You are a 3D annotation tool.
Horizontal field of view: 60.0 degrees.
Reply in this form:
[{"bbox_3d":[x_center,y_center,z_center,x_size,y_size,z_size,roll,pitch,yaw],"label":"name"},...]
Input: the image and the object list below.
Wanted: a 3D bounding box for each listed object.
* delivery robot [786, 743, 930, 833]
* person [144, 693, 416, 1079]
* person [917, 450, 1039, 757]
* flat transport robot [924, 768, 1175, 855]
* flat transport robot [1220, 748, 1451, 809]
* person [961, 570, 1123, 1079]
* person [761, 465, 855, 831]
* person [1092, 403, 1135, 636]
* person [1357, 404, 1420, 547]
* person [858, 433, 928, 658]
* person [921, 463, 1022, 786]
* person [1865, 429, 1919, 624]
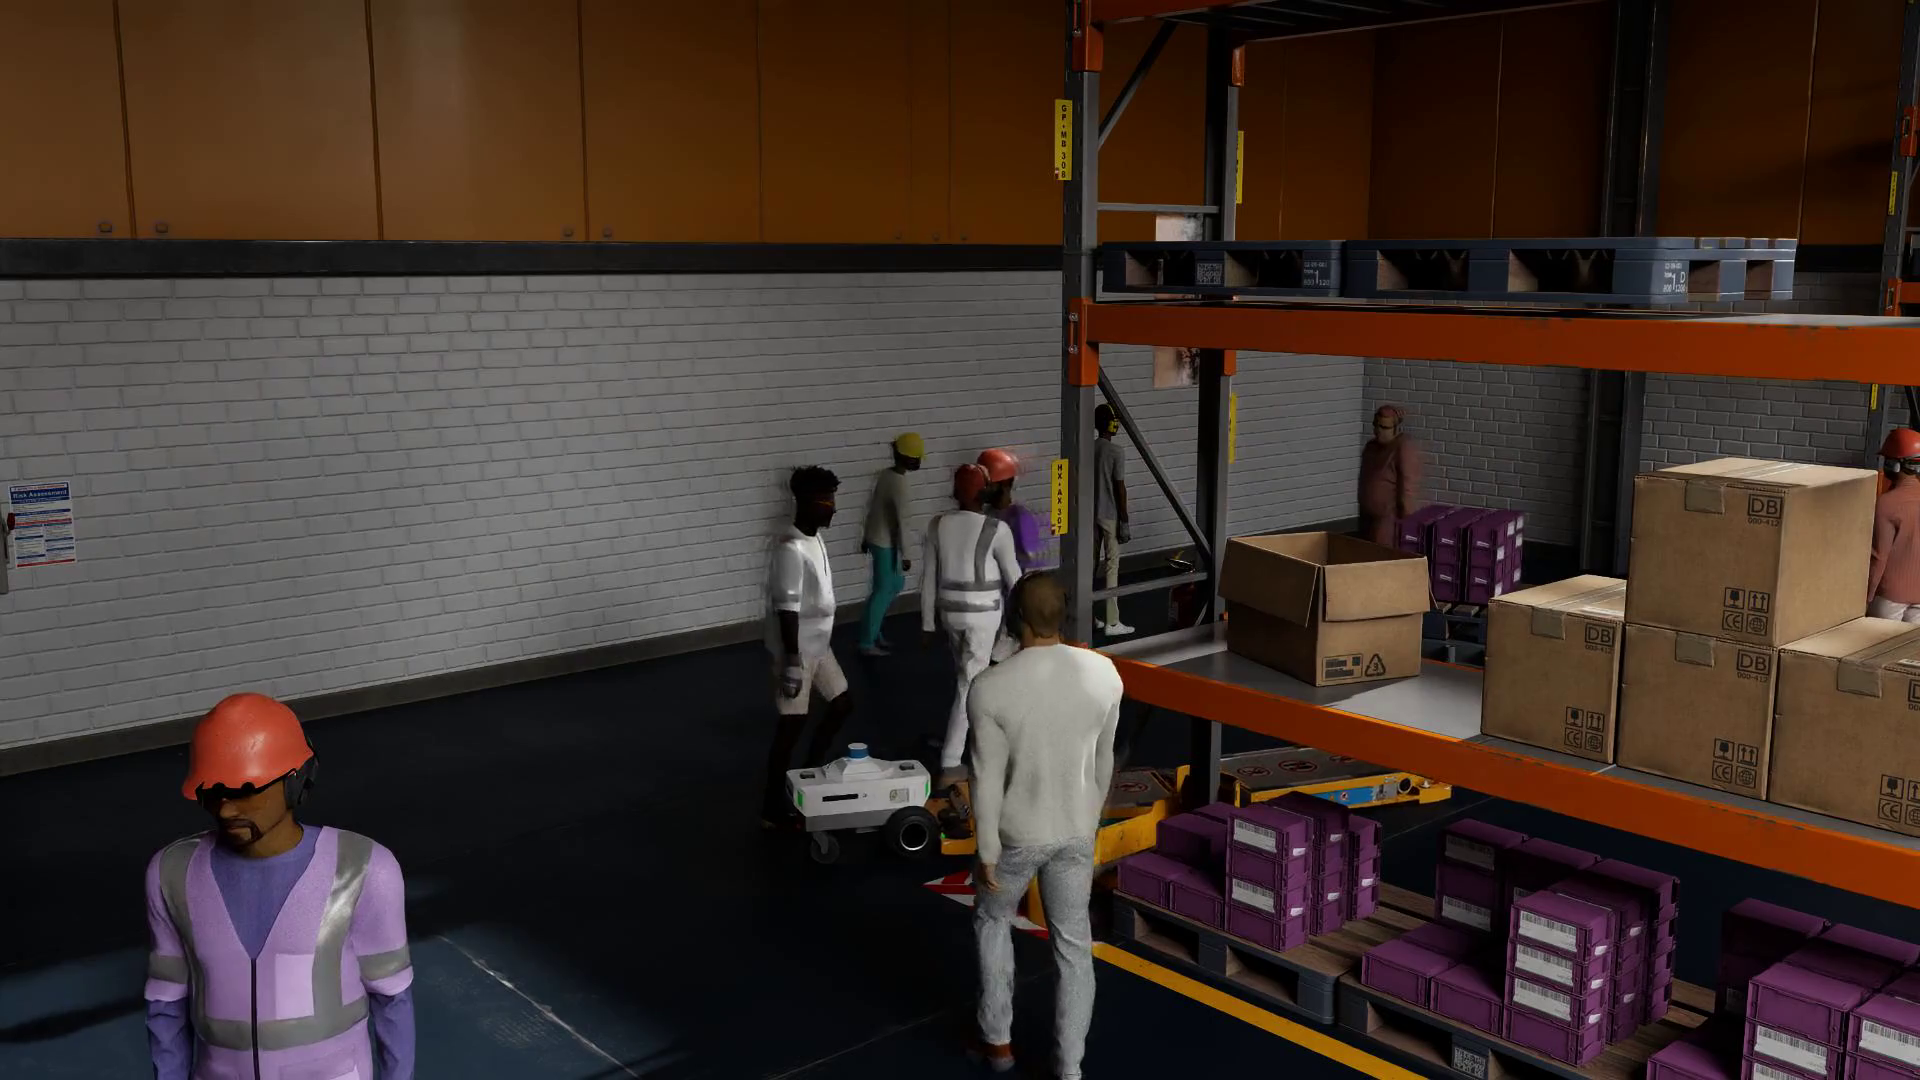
[{"bbox_3d":[-0.522,1.278,8.465,0.707,0.478,0.477,-3,10,-15],"label":"delivery robot"},{"bbox_3d":[-1.615,1.352,3.956,0.615,2.041,0.392,0,10,-2],"label":"person"},{"bbox_3d":[0.189,0.396,10.011,1.004,1.876,0.574,-4,11,-24],"label":"person"},{"bbox_3d":[0.550,1.415,8.768,1.431,0.197,0.652,-2,10,-10],"label":"flat transport robot"},{"bbox_3d":[1.939,1.335,9.236,1.431,0.197,0.652,-4,10,-21],"label":"flat transport robot"},{"bbox_3d":[0.266,1.050,6.097,0.628,1.912,0.756,-4,10,-21],"label":"person"},{"bbox_3d":[-0.802,0.567,8.826,0.535,1.942,0.627,1,10,8],"label":"person"},{"bbox_3d":[1.162,-0.169,13.368,0.328,1.873,0.517,-10,14,-44],"label":"person"},{"bbox_3d":[3.463,-0.173,13.393,0.763,1.866,0.651,-2,10,-13],"label":"person"},{"bbox_3d":[-0.529,0.045,12.547,0.568,1.713,0.550,-3,10,-17],"label":"person"},{"bbox_3d":[0.098,0.465,9.766,0.584,1.840,0.953,6,11,32],"label":"person"},{"bbox_3d":[5.700,0.318,10.147,0.610,1.996,0.378,-4,10,-22],"label":"person"}]
